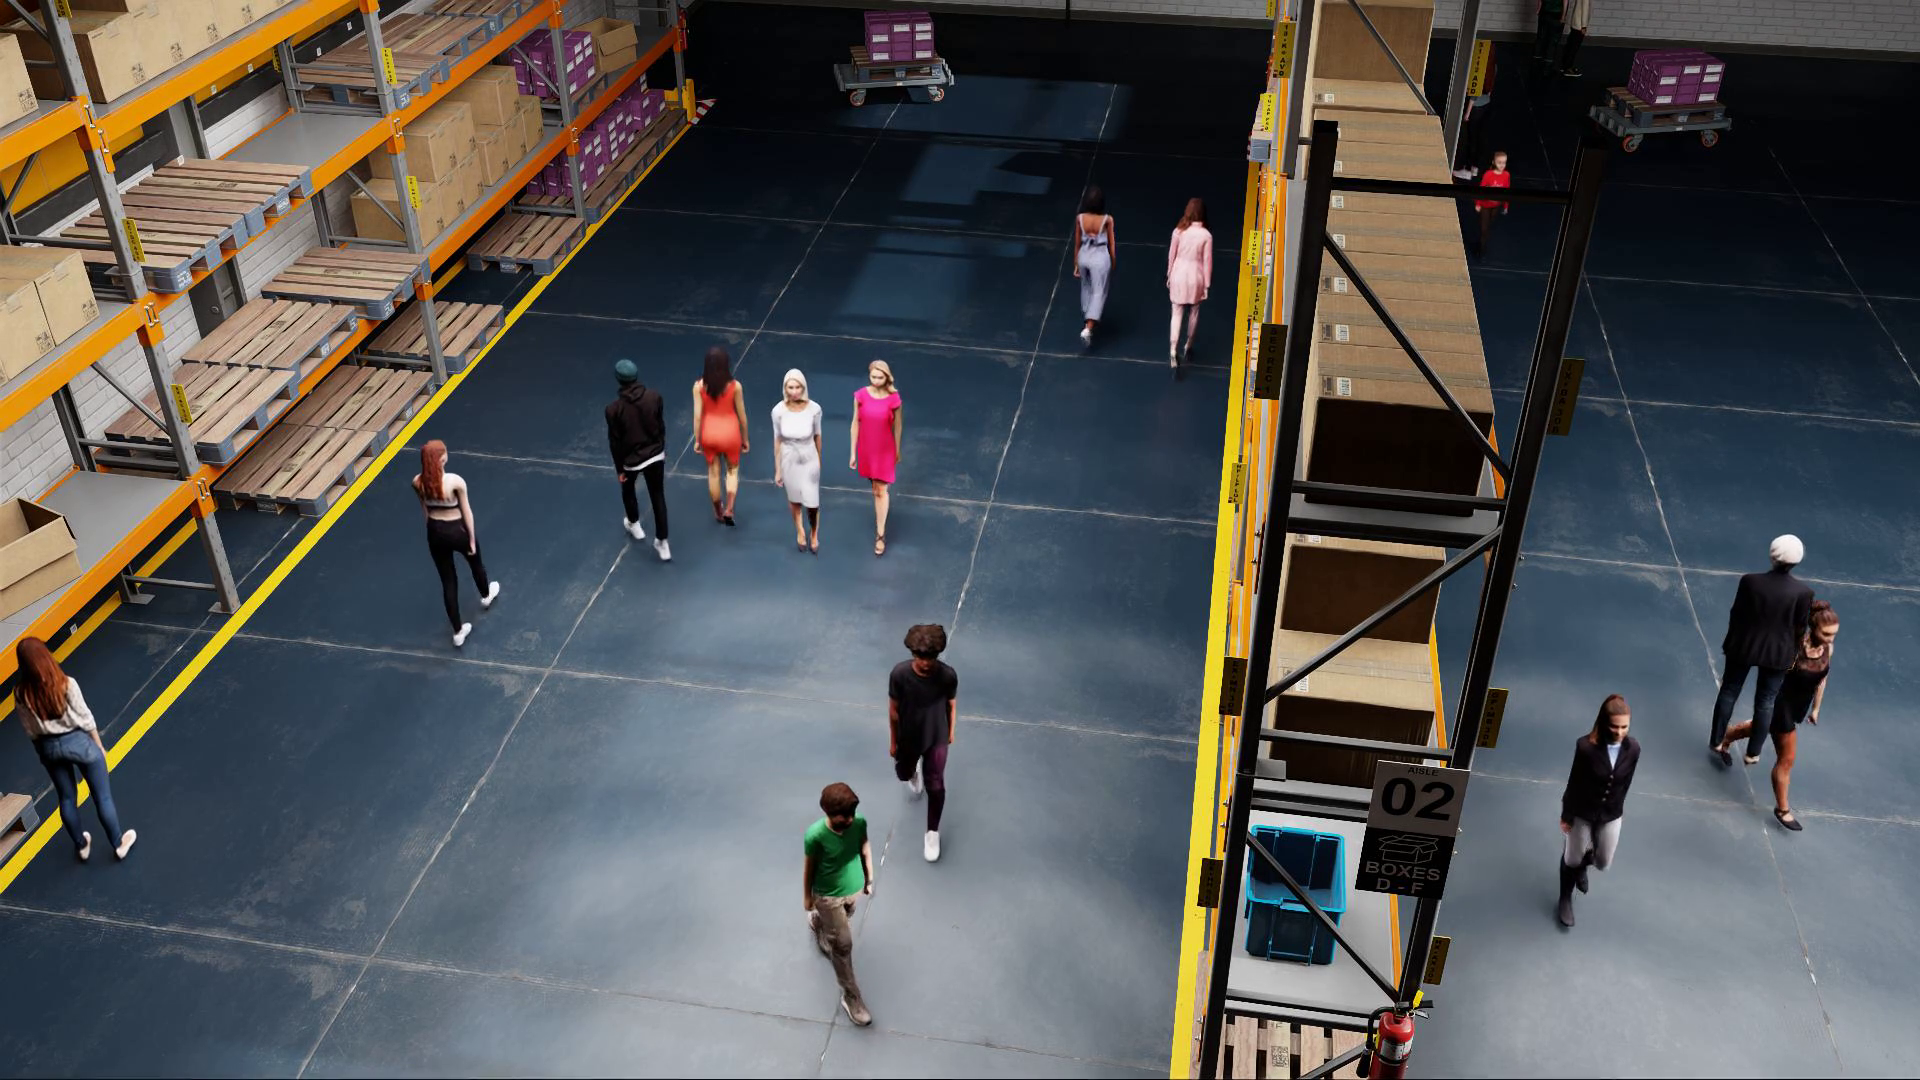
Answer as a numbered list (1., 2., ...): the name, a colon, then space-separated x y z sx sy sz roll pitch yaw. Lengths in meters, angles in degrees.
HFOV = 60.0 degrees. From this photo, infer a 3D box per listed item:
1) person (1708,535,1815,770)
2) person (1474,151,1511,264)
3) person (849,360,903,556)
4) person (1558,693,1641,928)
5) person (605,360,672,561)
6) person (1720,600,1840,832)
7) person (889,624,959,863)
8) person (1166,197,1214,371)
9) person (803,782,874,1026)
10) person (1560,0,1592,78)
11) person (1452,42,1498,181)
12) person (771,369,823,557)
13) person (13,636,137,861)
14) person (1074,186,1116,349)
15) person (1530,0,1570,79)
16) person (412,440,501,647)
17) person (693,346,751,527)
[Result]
1. person: 5.311 0.742 10.942 0.796 1.779 0.718 19 38 26
2. person: 6.100 -3.889 19.210 0.629 1.271 0.729 -6 34 -9
3. person: -0.700 -0.802 14.190 0.627 1.687 1.003 8 34 11
4. person: 3.946 1.664 10.452 0.574 1.719 0.706 2 34 4
5. person: -2.621 -0.632 13.843 0.973 1.788 1.078 -14 36 -20
6. person: 5.614 1.074 11.413 0.971 1.636 1.207 -11 35 -16
7. person: -0.260 1.229 11.073 0.712 1.754 1.104 1 34 1
8. person: 2.263 -2.537 16.717 0.666 1.780 1.030 8 34 12
9. person: -0.768 2.036 9.979 1.060 1.622 1.168 -19 38 -26
10. person: 9.188 -7.660 24.719 0.669 1.454 0.489 1 34 2
11. person: 6.595 -5.461 21.148 0.659 1.743 0.729 -24 41 -32
12. person: -1.366 -0.679 13.962 0.645 1.735 0.676 -3 34 -5
13. person: -5.840 1.371 10.889 0.647 1.722 0.648 -4 34 -6
14. person: 1.376 -2.814 17.233 0.721 1.669 1.113 12 36 18
15. person: 8.755 -7.792 24.567 0.775 1.842 0.727 -24 40 -32
16. person: -3.985 0.054 12.874 0.663 1.718 1.008 1 34 1
17. person: -2.020 -0.837 14.218 0.769 1.715 0.906 -6 34 -9
